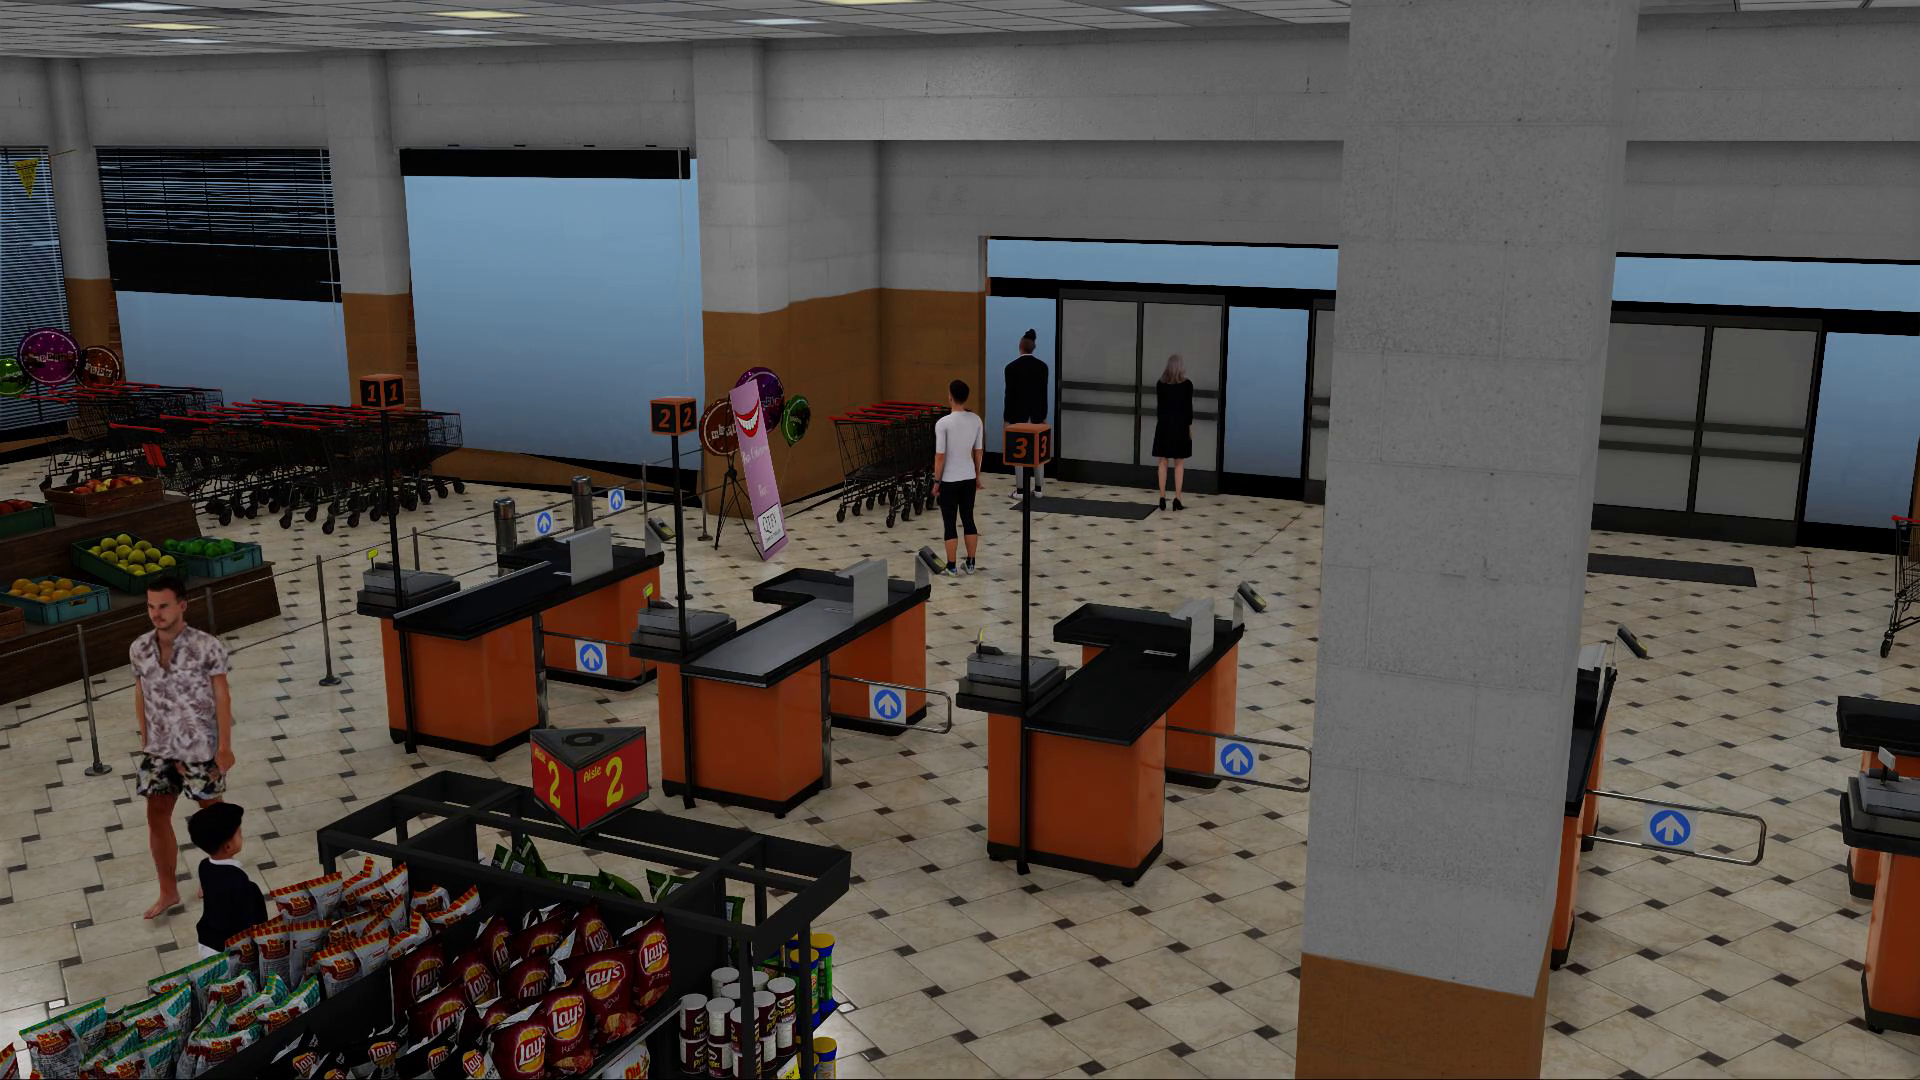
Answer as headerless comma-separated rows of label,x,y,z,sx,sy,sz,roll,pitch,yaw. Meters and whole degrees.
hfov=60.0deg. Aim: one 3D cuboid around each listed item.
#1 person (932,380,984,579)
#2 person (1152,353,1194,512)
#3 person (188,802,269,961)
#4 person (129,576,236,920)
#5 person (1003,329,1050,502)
person,-0.016,-0.579,15.560,0.705,1.852,0.819,-8,16,-31
person,2.349,-1.195,18.323,0.632,1.745,0.607,4,14,16
person,-3.228,1.742,7.326,0.527,1.223,0.517,9,16,33
person,-4.133,1.050,8.956,0.887,1.799,0.971,0,14,-2
person,0.761,-1.431,18.866,0.779,1.949,0.850,-6,15,-22
